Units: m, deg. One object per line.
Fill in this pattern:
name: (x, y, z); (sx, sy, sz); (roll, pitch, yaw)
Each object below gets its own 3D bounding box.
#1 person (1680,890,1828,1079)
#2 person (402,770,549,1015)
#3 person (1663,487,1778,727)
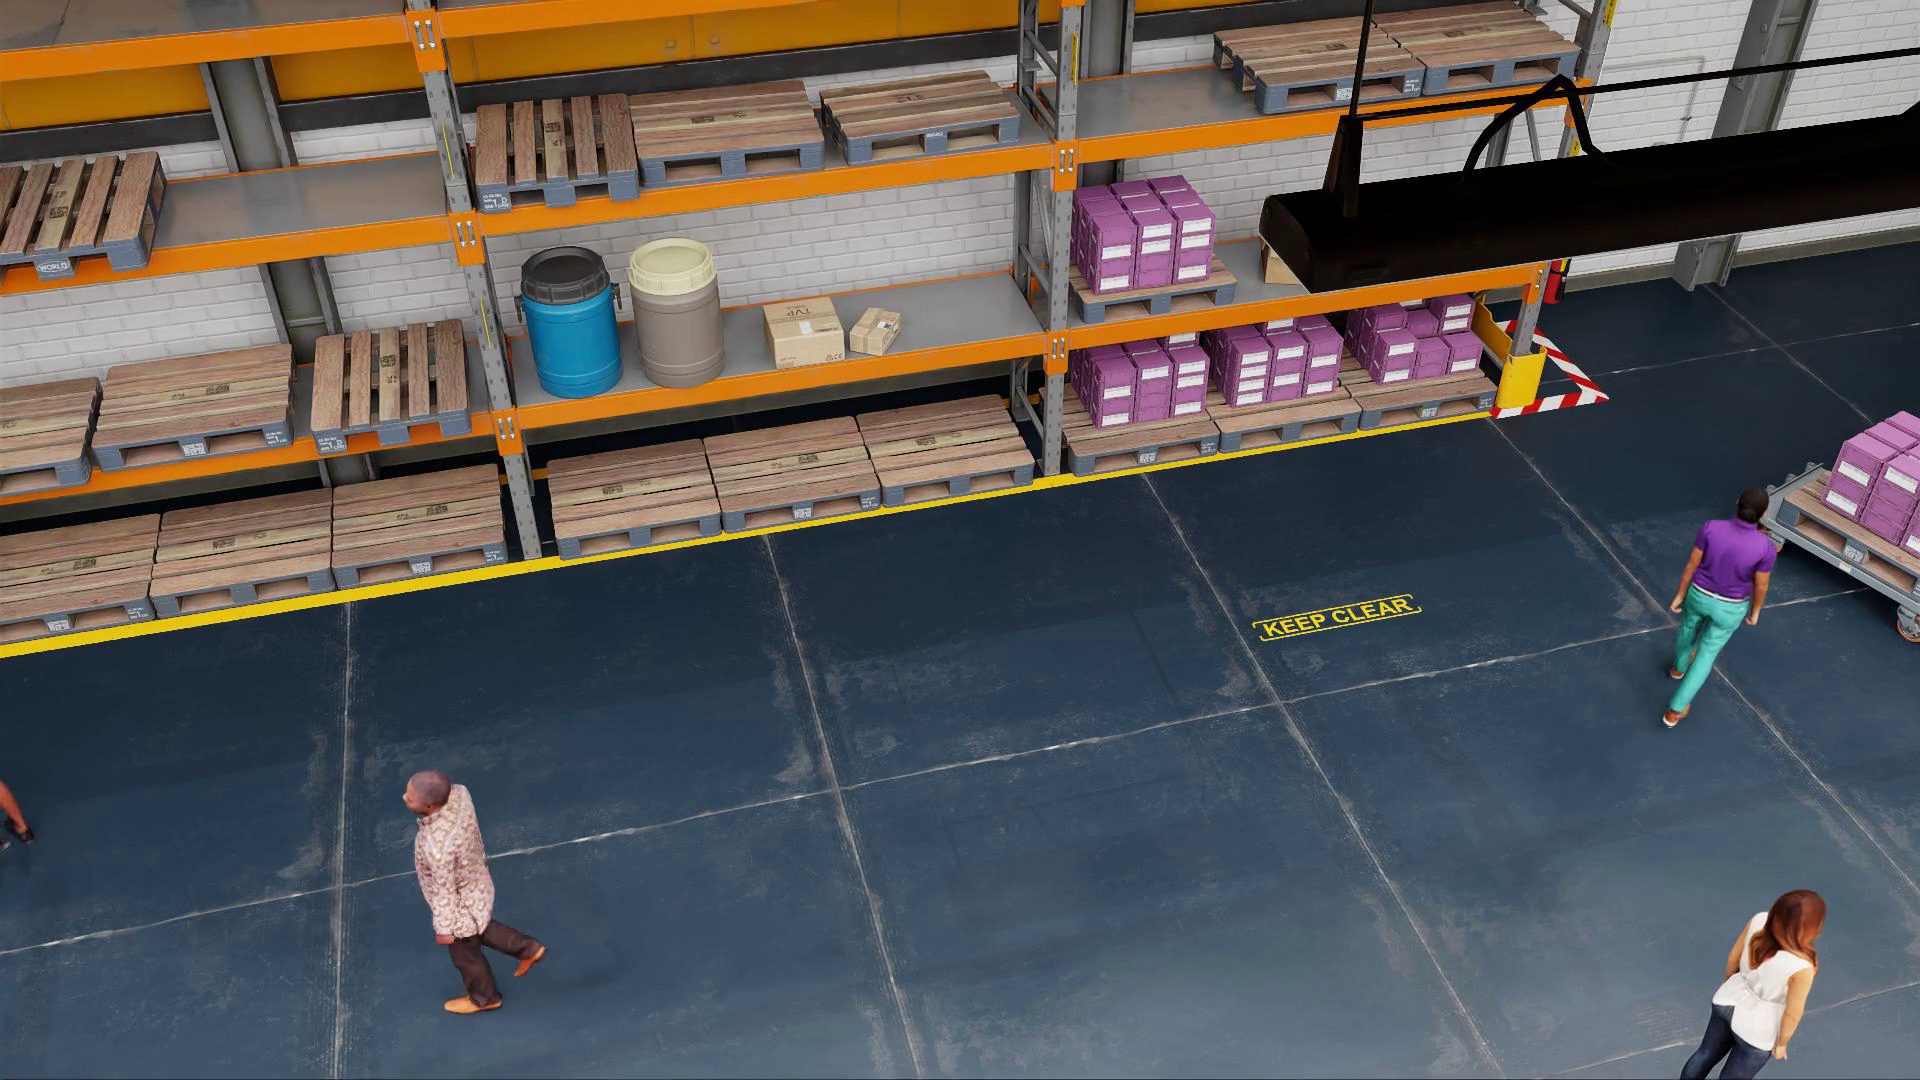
person: (3.821, 2.314, 8.078); (0.507, 1.784, 0.593); (-10, 40, -12)
person: (-2.519, 1.849, 8.655); (0.863, 1.791, 0.758); (-3, 39, -4)
person: (4.735, 0.439, 10.460); (1.017, 1.741, 1.134); (25, 45, 28)
